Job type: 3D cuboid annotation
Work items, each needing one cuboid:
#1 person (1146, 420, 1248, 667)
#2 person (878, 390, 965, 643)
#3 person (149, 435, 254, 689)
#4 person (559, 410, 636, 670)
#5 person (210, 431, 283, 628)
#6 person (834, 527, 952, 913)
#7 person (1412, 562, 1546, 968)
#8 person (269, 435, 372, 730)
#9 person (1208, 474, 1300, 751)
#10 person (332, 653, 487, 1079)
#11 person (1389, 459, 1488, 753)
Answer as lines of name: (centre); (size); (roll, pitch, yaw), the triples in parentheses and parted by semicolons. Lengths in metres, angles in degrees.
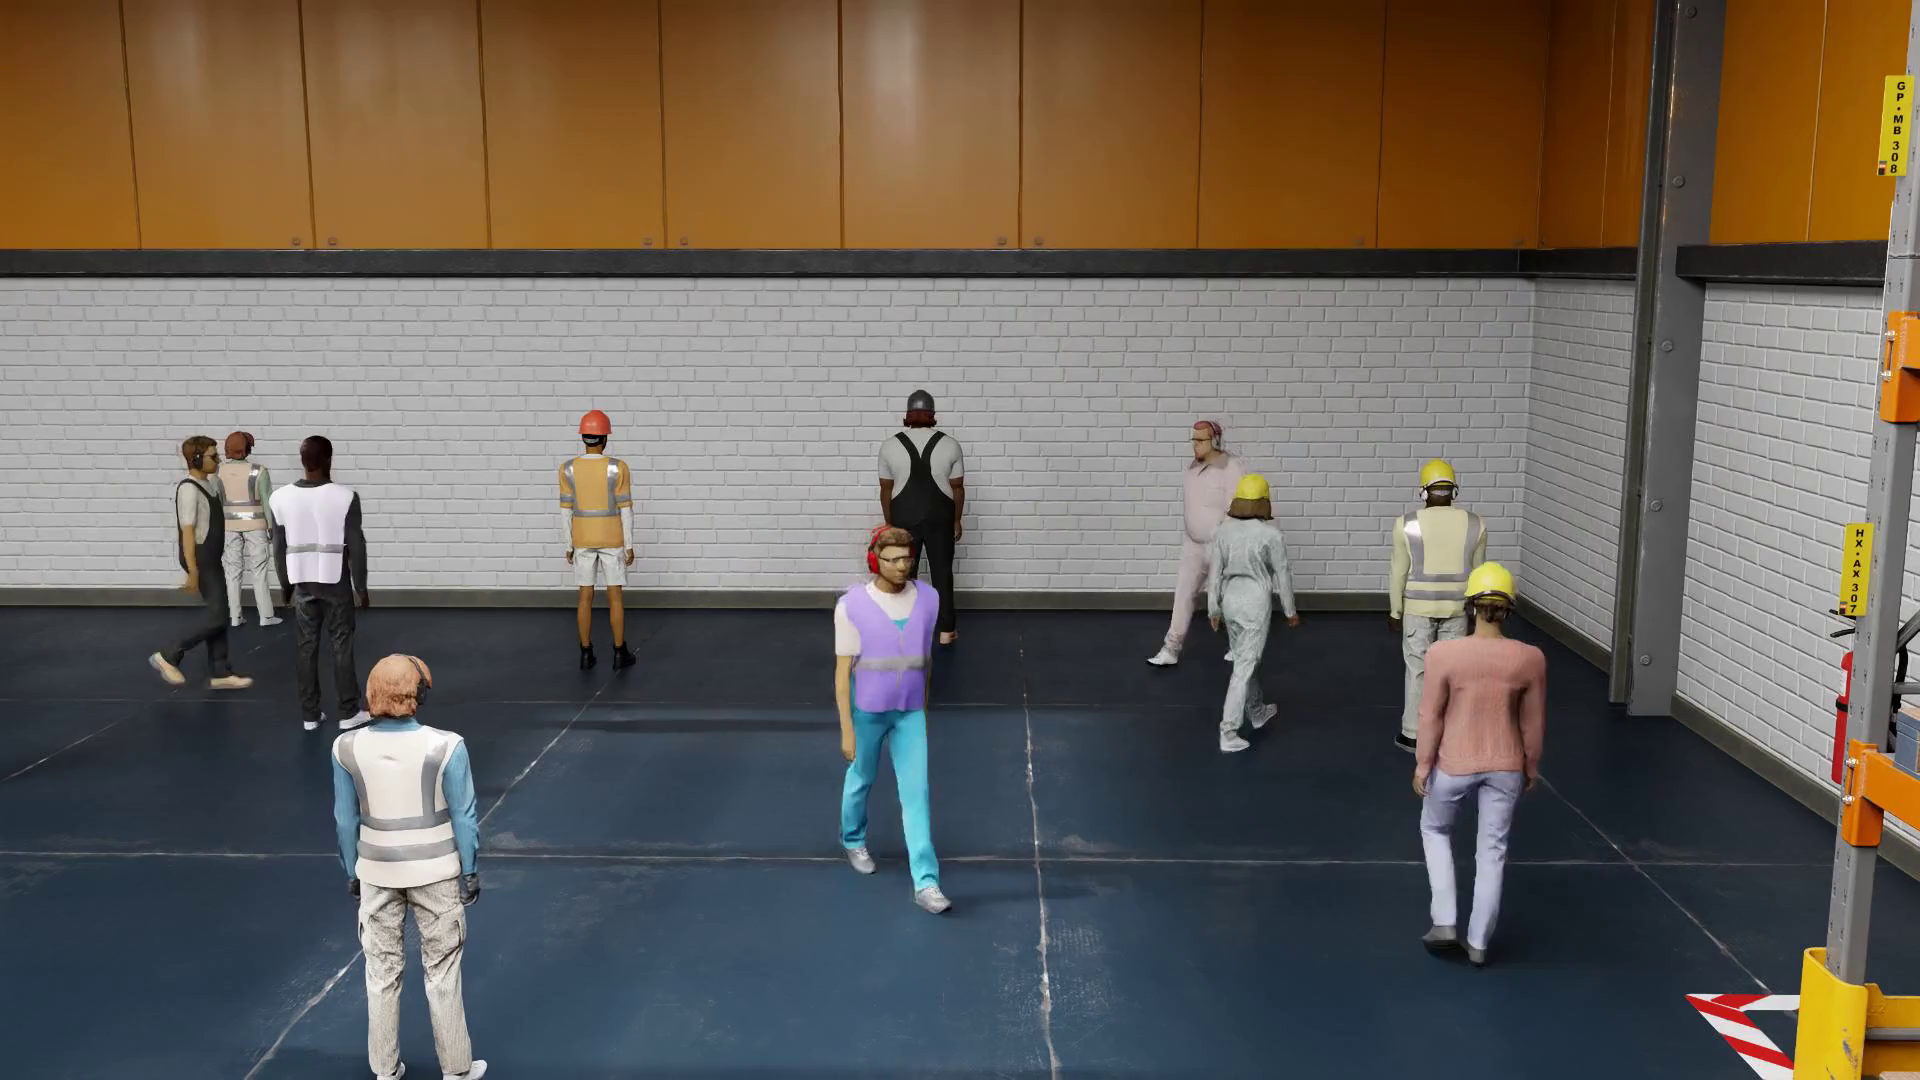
person: (1.860, 0.031, 12.457); (0.984, 1.855, 0.640); (-8, 13, -41)
person: (-0.300, -0.191, 13.218); (0.679, 2.000, 0.537); (0, 9, 1)
person: (-5.347, 0.175, 11.664); (0.555, 1.830, 0.514); (-3, 10, -16)
person: (-2.683, 0.004, 12.359); (0.542, 1.938, 0.357); (0, 9, 1)
person: (-5.910, -0.081, 13.759); (0.510, 1.640, 0.308); (0, 9, 1)
person: (-0.350, 0.814, 7.954); (0.580, 1.792, 0.991); (-5, 11, -28)
person: (2.225, 0.960, 7.161); (0.559, 1.750, 0.410); (0, 9, 3)
person: (-4.127, 0.286, 10.763); (0.604, 1.912, 0.389); (0, 9, 1)
person: (1.856, 0.437, 10.471); (0.503, 1.704, 0.889); (9, 13, 42)
person: (-1.982, 1.215, 5.999); (0.510, 1.639, 0.308); (0, 9, 1)
person: (2.928, 0.412, 10.253); (0.586, 1.825, 0.403); (0, 9, 1)
